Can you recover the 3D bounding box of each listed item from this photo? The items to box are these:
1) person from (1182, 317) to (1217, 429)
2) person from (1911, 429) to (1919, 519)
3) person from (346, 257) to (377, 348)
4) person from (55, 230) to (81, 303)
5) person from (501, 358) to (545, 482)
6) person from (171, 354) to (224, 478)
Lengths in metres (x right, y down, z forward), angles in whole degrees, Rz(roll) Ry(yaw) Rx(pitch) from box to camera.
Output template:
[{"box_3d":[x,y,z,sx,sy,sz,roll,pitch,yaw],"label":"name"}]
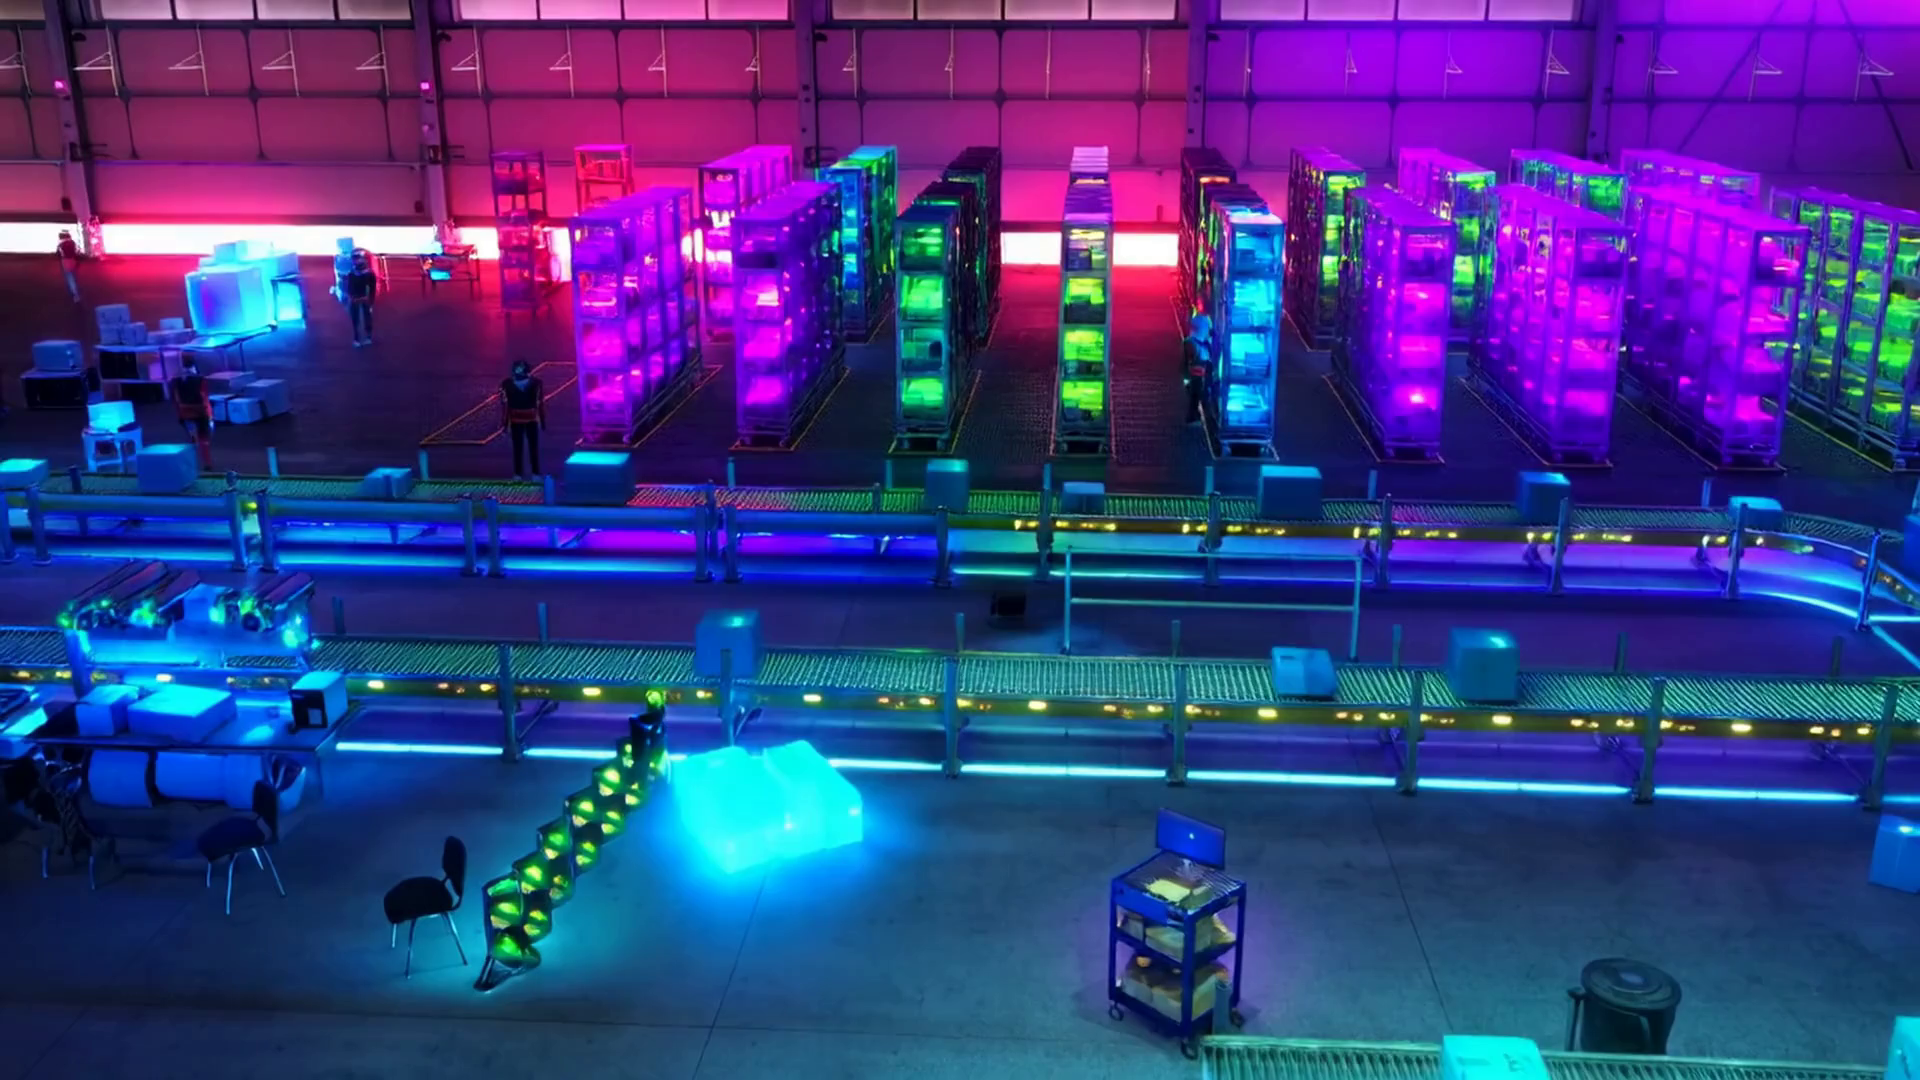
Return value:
[{"box_3d":[3.889,-2.746,27.300,0.447,1.823,0.596,14,22,37],"label":"person"},{"box_3d":[12.921,-1.134,21.892,0.617,1.993,0.396,11,21,31],"label":"person"},{"box_3d":[-12.232,-4.843,33.915,0.716,1.844,0.959,0,17,1],"label":"person"},{"box_3d":[-21.080,-6.481,39.350,0.917,1.697,0.501,14,22,38],"label":"person"},{"box_3d":[-6.289,-1.715,23.973,0.569,1.847,0.377,-6,18,-17],"label":"person"},{"box_3d":[-11.142,-1.804,24.283,0.590,1.834,0.404,4,18,12],"label":"person"}]
